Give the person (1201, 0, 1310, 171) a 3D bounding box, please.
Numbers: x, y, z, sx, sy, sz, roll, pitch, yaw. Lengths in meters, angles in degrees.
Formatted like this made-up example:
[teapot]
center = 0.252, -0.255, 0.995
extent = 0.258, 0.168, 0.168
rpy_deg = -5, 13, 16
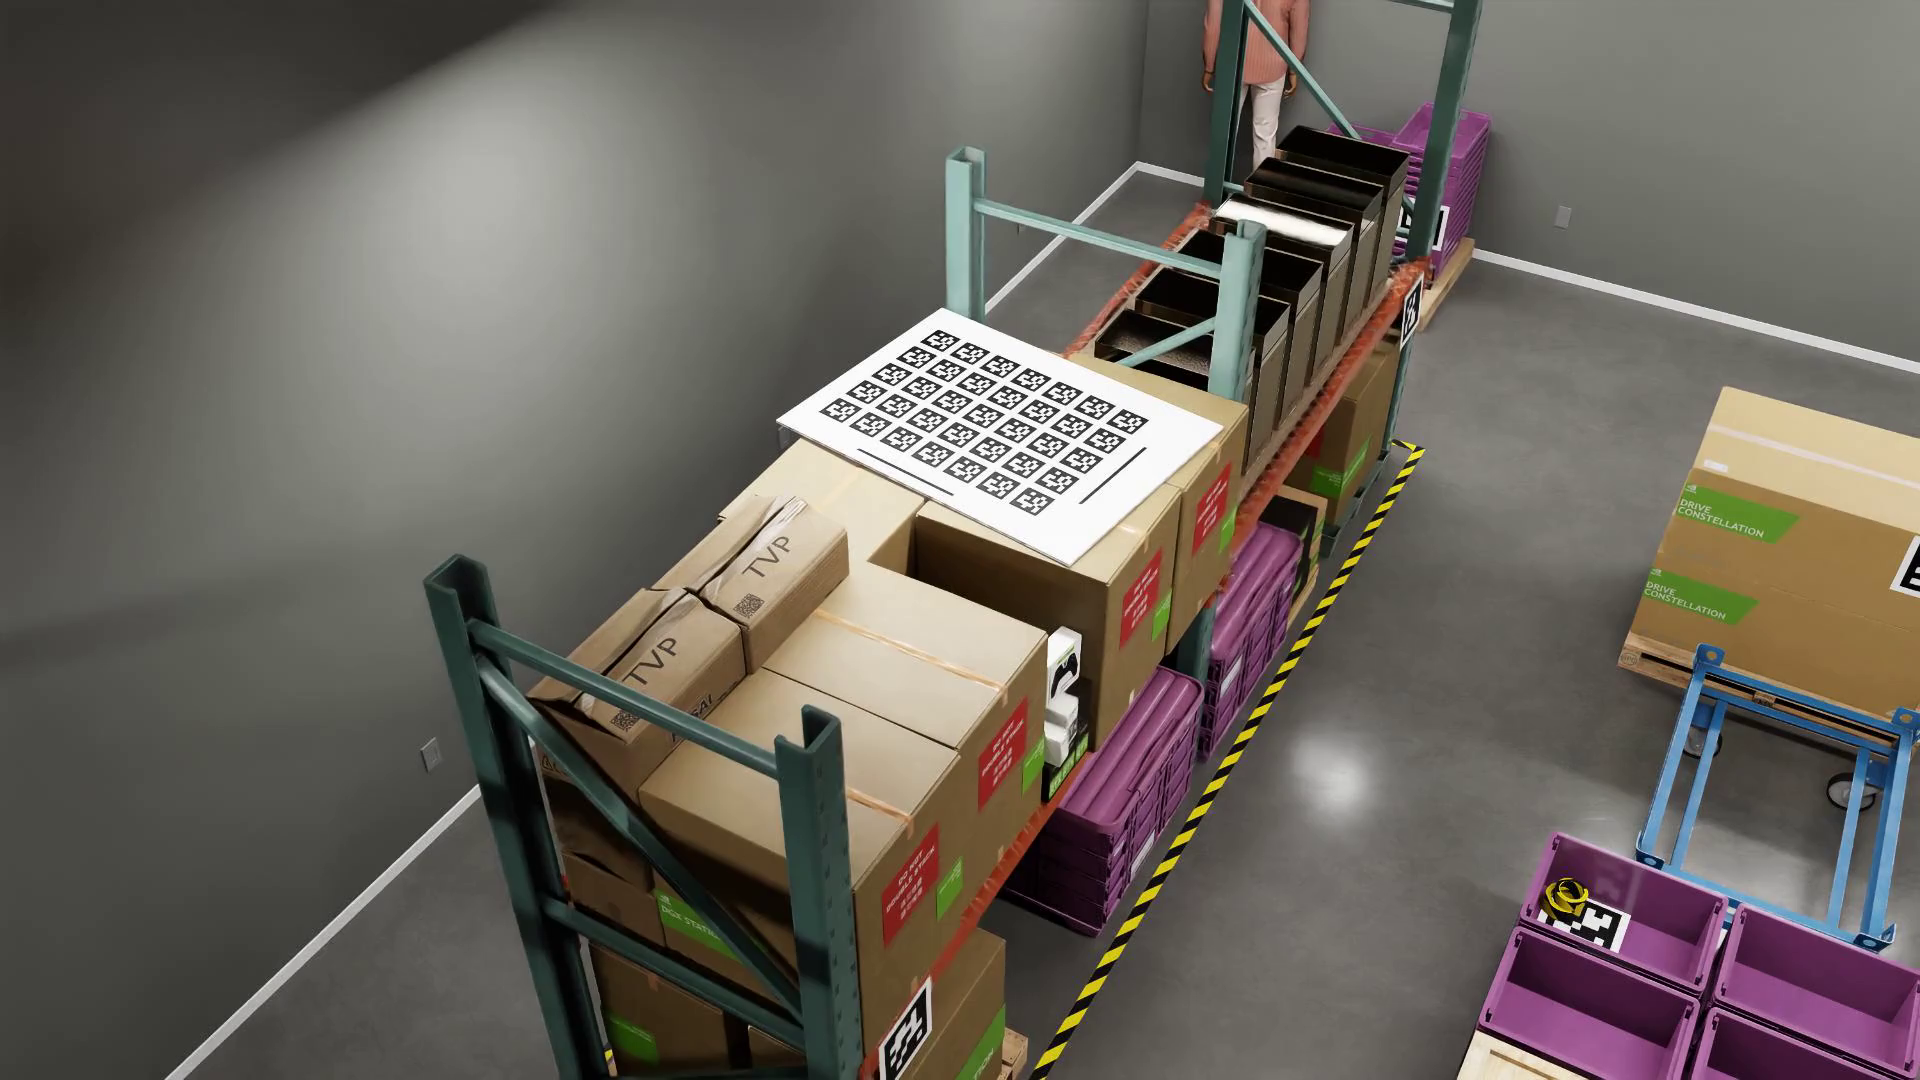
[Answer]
[person]
center = 1.739, -2.828, 9.923
extent = 0.612, 1.995, 0.376
rpy_deg = 4, 40, 4
